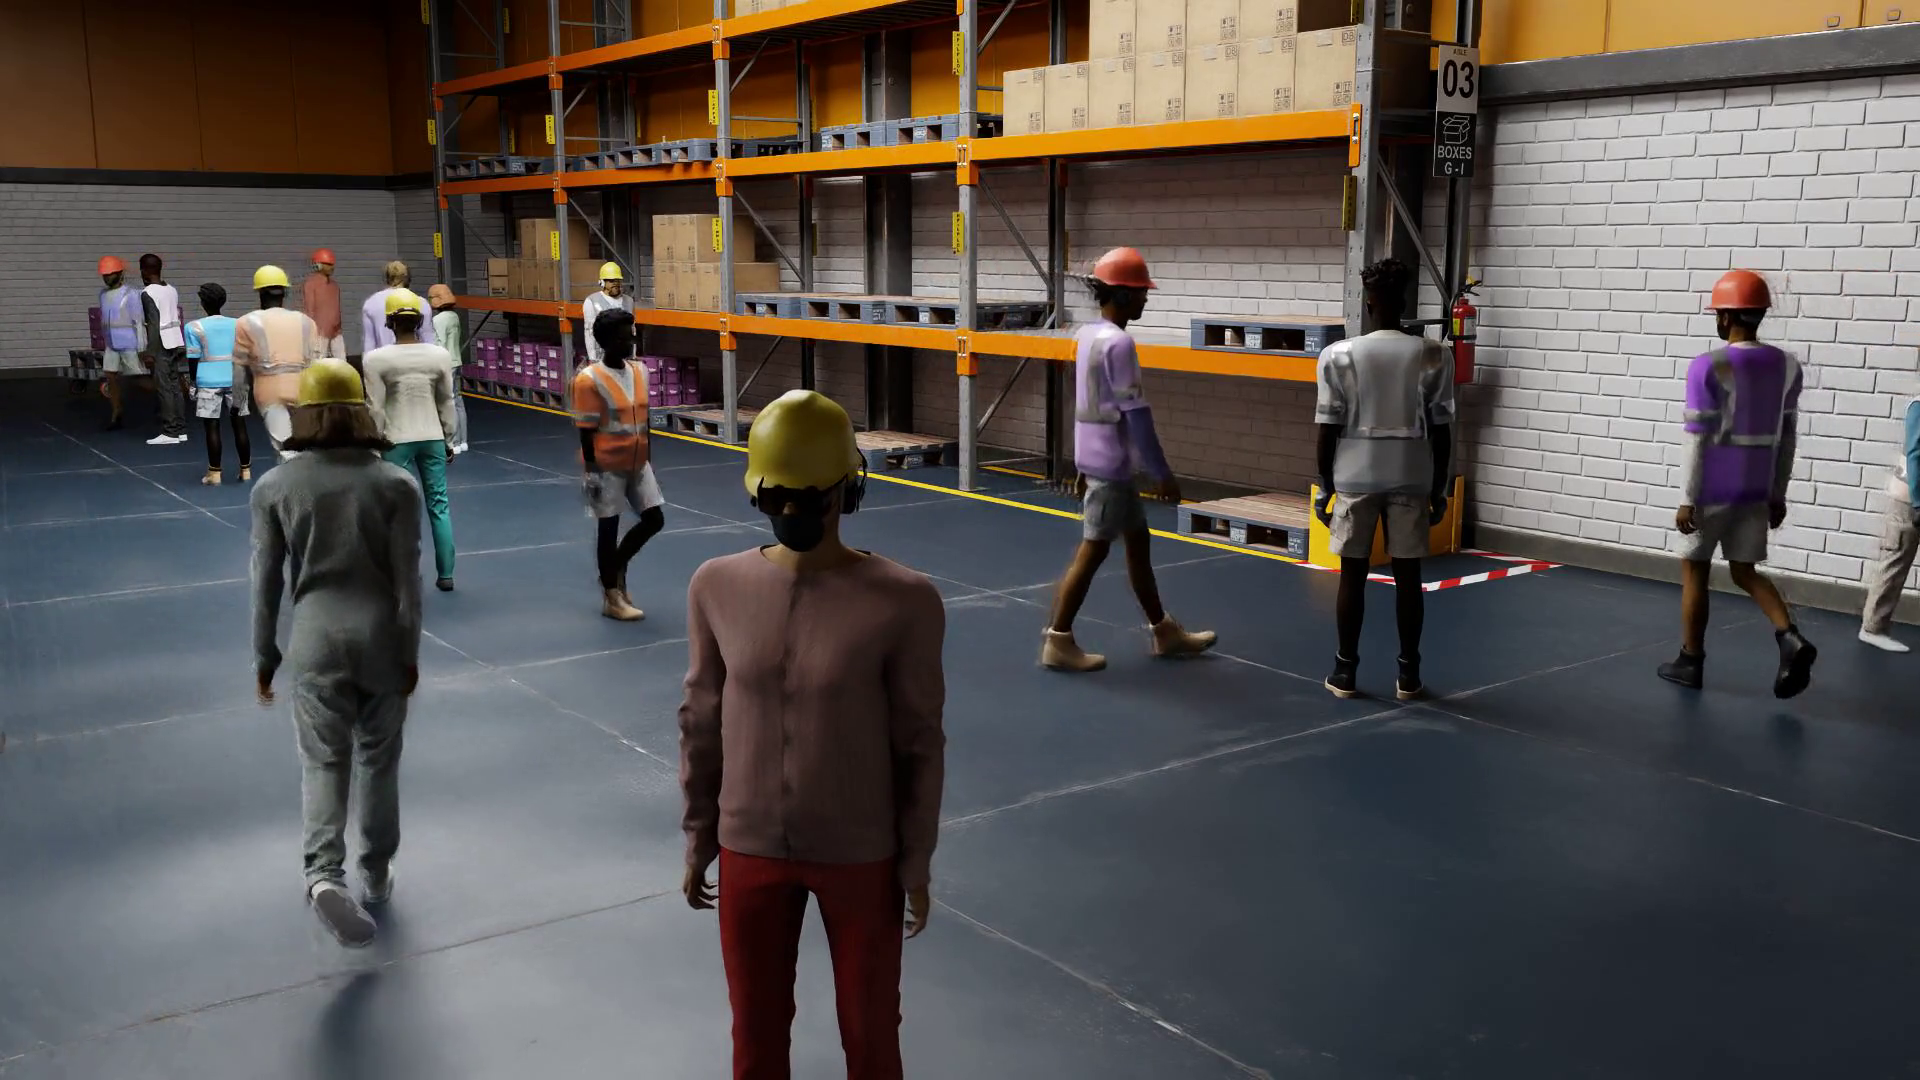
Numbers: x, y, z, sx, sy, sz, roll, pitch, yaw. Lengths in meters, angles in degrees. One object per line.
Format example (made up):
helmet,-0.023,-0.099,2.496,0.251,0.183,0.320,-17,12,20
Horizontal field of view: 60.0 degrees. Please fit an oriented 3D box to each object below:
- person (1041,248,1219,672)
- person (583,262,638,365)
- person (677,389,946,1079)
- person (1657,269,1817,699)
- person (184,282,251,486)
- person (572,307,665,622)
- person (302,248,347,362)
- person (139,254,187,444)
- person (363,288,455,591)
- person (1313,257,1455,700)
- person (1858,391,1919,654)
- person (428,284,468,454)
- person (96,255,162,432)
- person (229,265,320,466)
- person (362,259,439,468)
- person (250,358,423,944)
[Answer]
person,0.789,-0.361,7.850,0.813,2.016,0.619,-1,10,-5
person,-3.521,-1.896,16.891,0.590,1.833,0.404,-10,14,-44
person,-0.288,0.592,3.159,0.522,1.763,0.319,2,10,11
person,3.467,-0.228,7.342,0.549,1.920,0.720,-2,10,-13
person,-6.206,-1.303,13.947,0.318,1.699,0.535,10,14,44
person,-1.823,-0.398,8.893,0.366,1.684,0.555,7,12,34
person,-7.535,-2.452,19.618,0.830,1.973,0.625,4,11,21
person,-8.081,-1.932,16.855,0.375,1.916,0.598,-1,10,-3
person,-3.163,-0.555,9.571,0.533,1.767,0.313,-9,13,-40
person,1.866,-0.261,7.367,0.603,1.963,0.368,1,10,7
person,4.708,-0.190,7.971,0.553,1.589,0.774,-4,11,-23
person,-4.951,-1.645,16.044,0.268,1.631,0.507,1,10,3
person,-9.072,-2.150,18.137,0.543,1.907,0.797,3,11,17
person,-4.886,-1.036,11.995,1.014,1.872,0.587,8,13,39
person,-4.901,-1.504,14.582,0.652,1.891,1.019,3,11,18
person,-1.809,0.328,4.855,0.499,1.698,0.774,-3,11,-17
